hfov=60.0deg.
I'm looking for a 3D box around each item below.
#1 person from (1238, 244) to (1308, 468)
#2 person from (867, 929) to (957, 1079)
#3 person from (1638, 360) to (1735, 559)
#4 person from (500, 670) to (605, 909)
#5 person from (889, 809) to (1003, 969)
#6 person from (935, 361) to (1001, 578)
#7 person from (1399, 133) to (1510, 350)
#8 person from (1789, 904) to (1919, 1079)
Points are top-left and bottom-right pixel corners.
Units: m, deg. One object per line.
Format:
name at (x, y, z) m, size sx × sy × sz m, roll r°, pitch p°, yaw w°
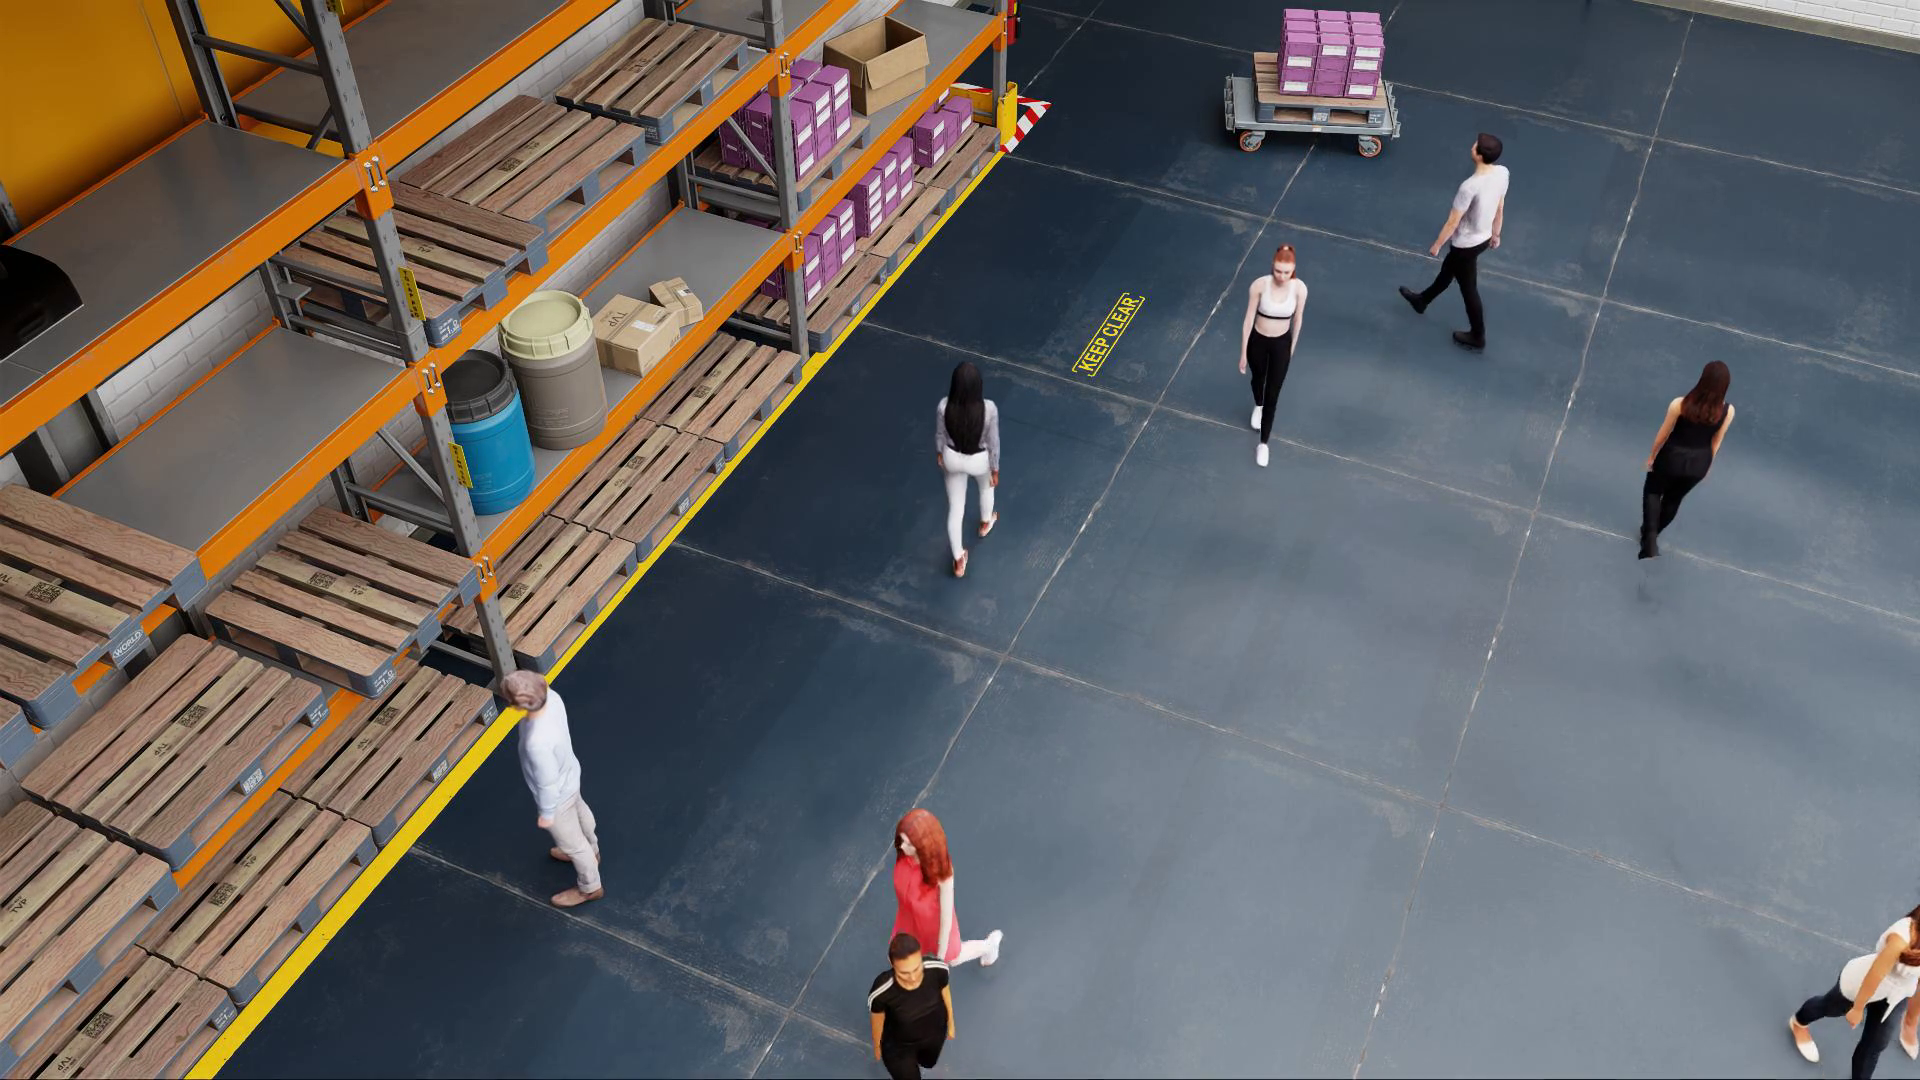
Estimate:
person at (2.321, -1.511, 12.552) m, size 0.764 × 1.710 × 1.097 m, roll 7°, pitch 44°, yaw 8°
person at (-0.263, 2.443, 8.447) m, size 1.011 × 1.648 × 1.031 m, roll -17°, pitch 46°, yaw -17°
person at (4.996, -0.487, 11.502) m, size 0.684 × 1.677 × 0.892 m, roll 9°, pitch 44°, yaw 9°
person at (-2.280, 1.374, 9.395) m, size 0.812 × 1.888 × 0.701 m, roll -5°, pitch 44°, yaw -5°
person at (-0.089, 1.993, 8.816) m, size 0.852 × 1.791 × 1.216 m, roll 33°, pitch 53°, yaw 30°
person at (0.040, -0.450, 11.447) m, size 0.784 × 1.698 × 1.012 m, roll 6°, pitch 44°, yaw 7°
person at (4.158, -2.336, 13.338) m, size 1.204 × 1.821 × 1.059 m, roll -32°, pitch 52°, yaw -29°
person at (4.676, 2.227, 8.603) m, size 1.015 × 1.746 × 1.098 m, roll -11°, pitch 45°, yaw -11°
